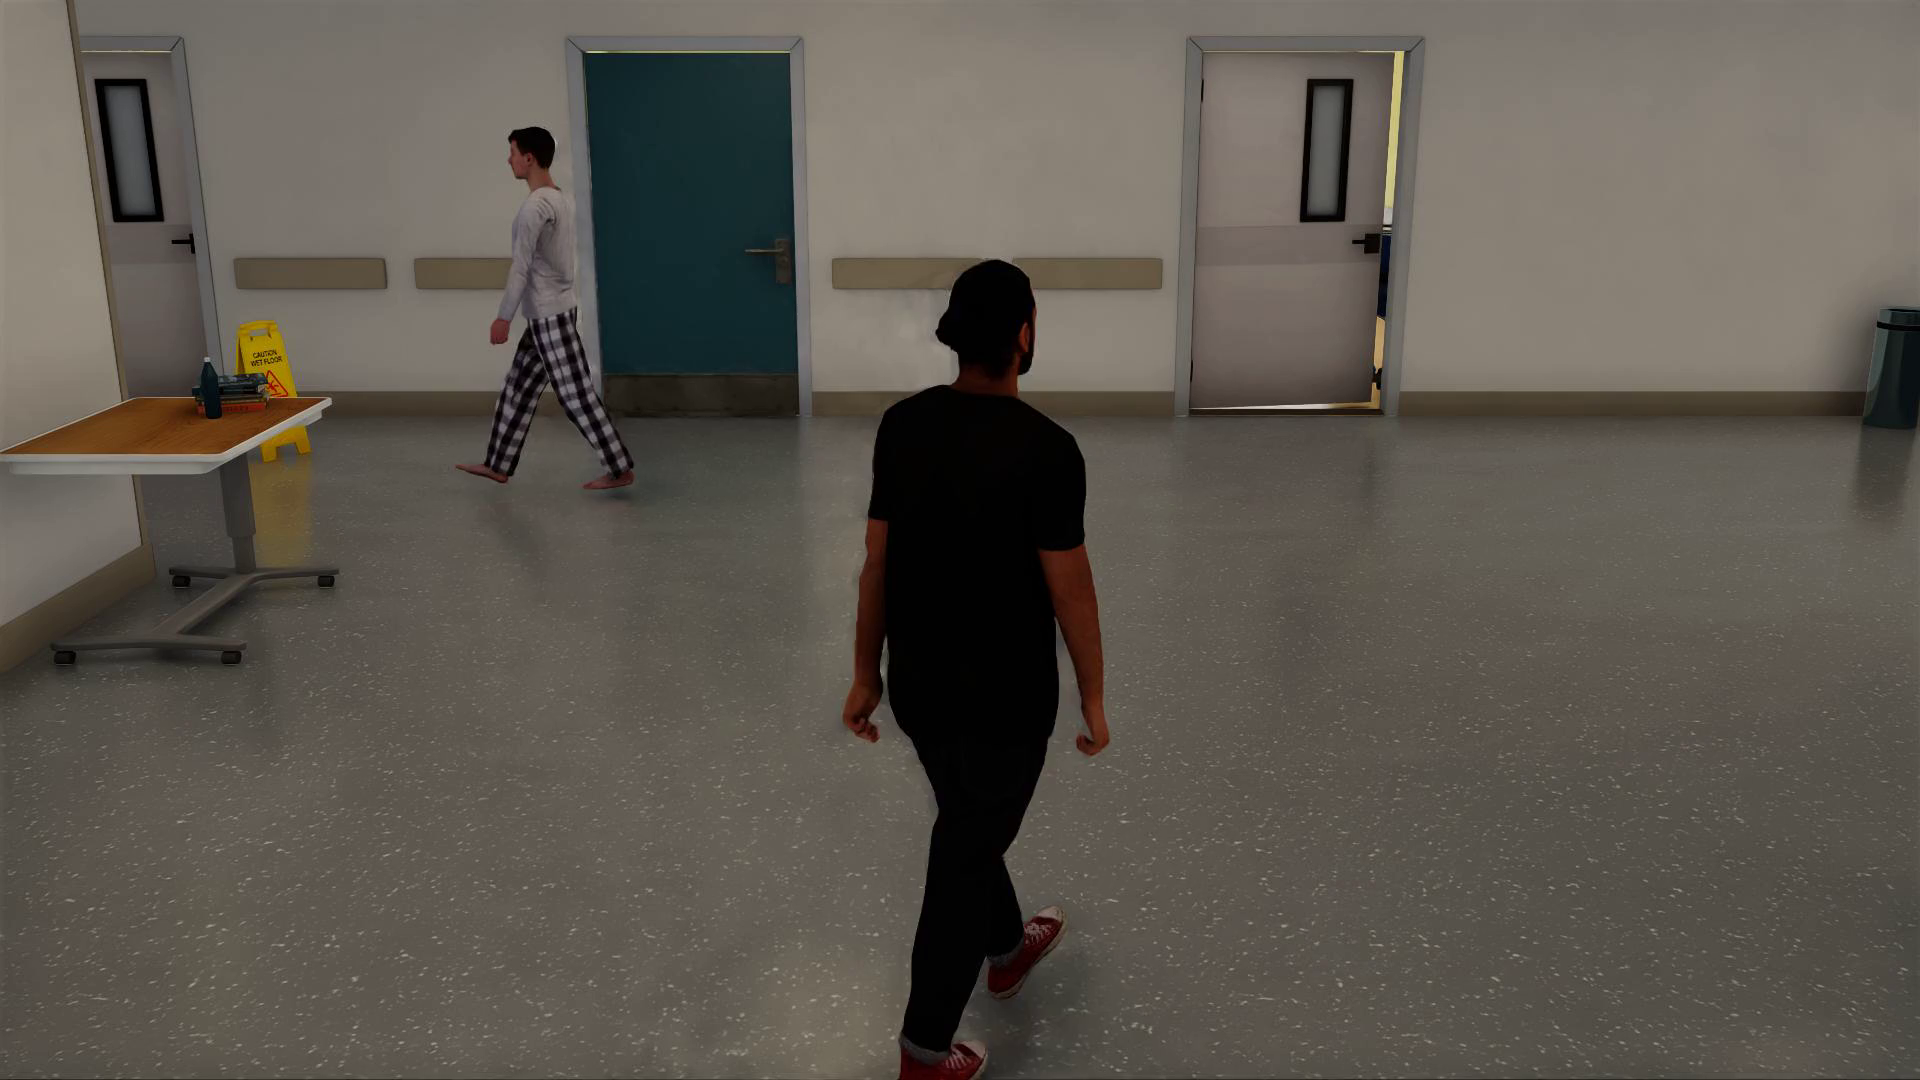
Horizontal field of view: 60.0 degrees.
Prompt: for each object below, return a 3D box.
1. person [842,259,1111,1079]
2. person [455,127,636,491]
[{"bbox_3d":[-0.029,0.343,3.348,1.060,1.729,1.072,12,20,36],"label":"person"},{"bbox_3d":[-1.966,-1.092,8.308,1.158,1.799,0.679,-1,16,-4],"label":"person"}]
